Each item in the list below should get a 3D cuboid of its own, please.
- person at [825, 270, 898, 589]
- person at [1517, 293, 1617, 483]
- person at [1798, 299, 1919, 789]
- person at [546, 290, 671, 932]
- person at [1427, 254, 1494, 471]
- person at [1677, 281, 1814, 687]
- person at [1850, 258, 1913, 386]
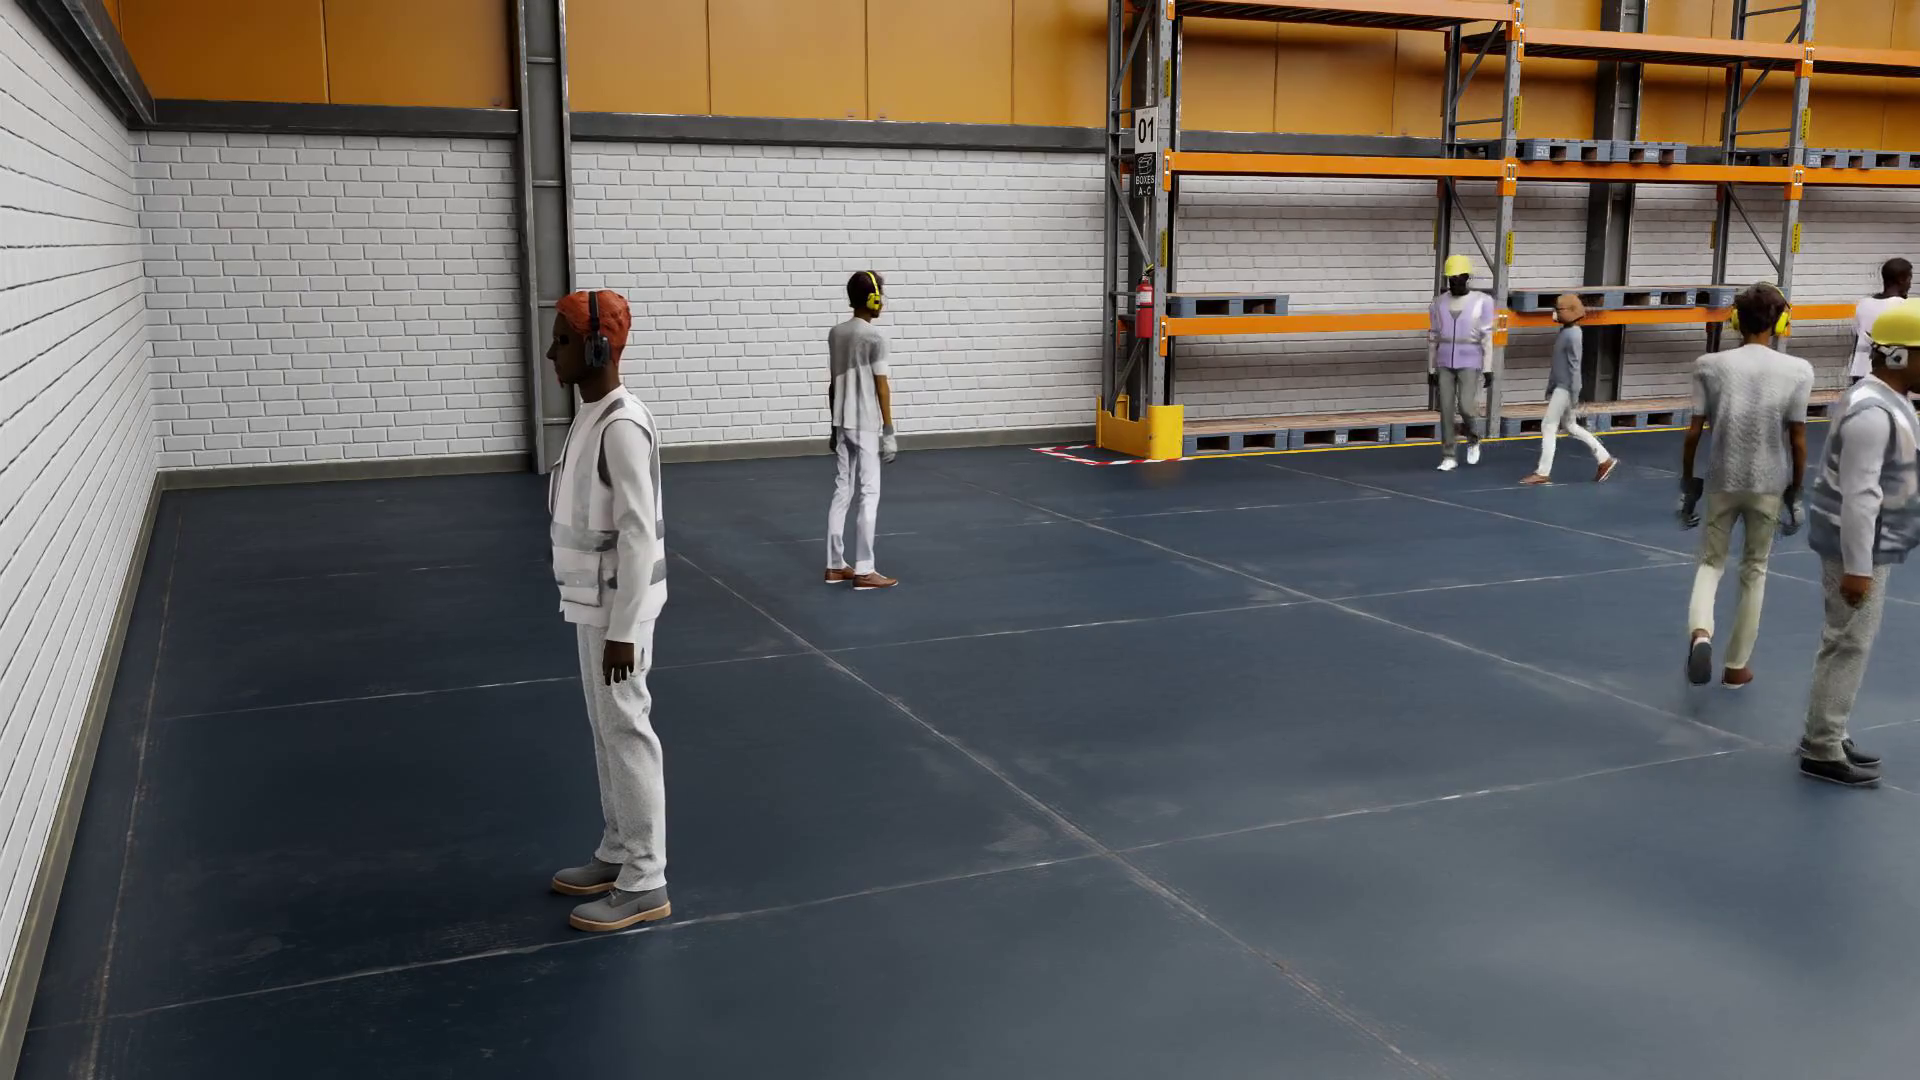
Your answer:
[{"bbox_3d":[-0.585,-0.645,9.780,0.357,1.858,0.510,-9,14,-41],"label":"person"},{"bbox_3d":[5.119,-1.258,13.880,0.757,1.605,0.504,2,10,12],"label":"person"},{"bbox_3d":[3.396,0.023,6.189,0.432,1.817,0.599,6,12,32],"label":"person"},{"bbox_3d":[-1.050,0.207,4.943,0.345,1.882,0.584,-4,11,-21],"label":"person"},{"bbox_3d":[4.409,-1.557,14.684,0.617,1.910,0.465,8,13,37],"label":"person"},{"bbox_3d":[3.488,-0.220,7.412,0.524,1.853,0.587,6,12,32],"label":"person"},{"bbox_3d":[7.231,-1.266,13.113,0.599,1.904,0.594,-2,10,-13],"label":"person"}]
